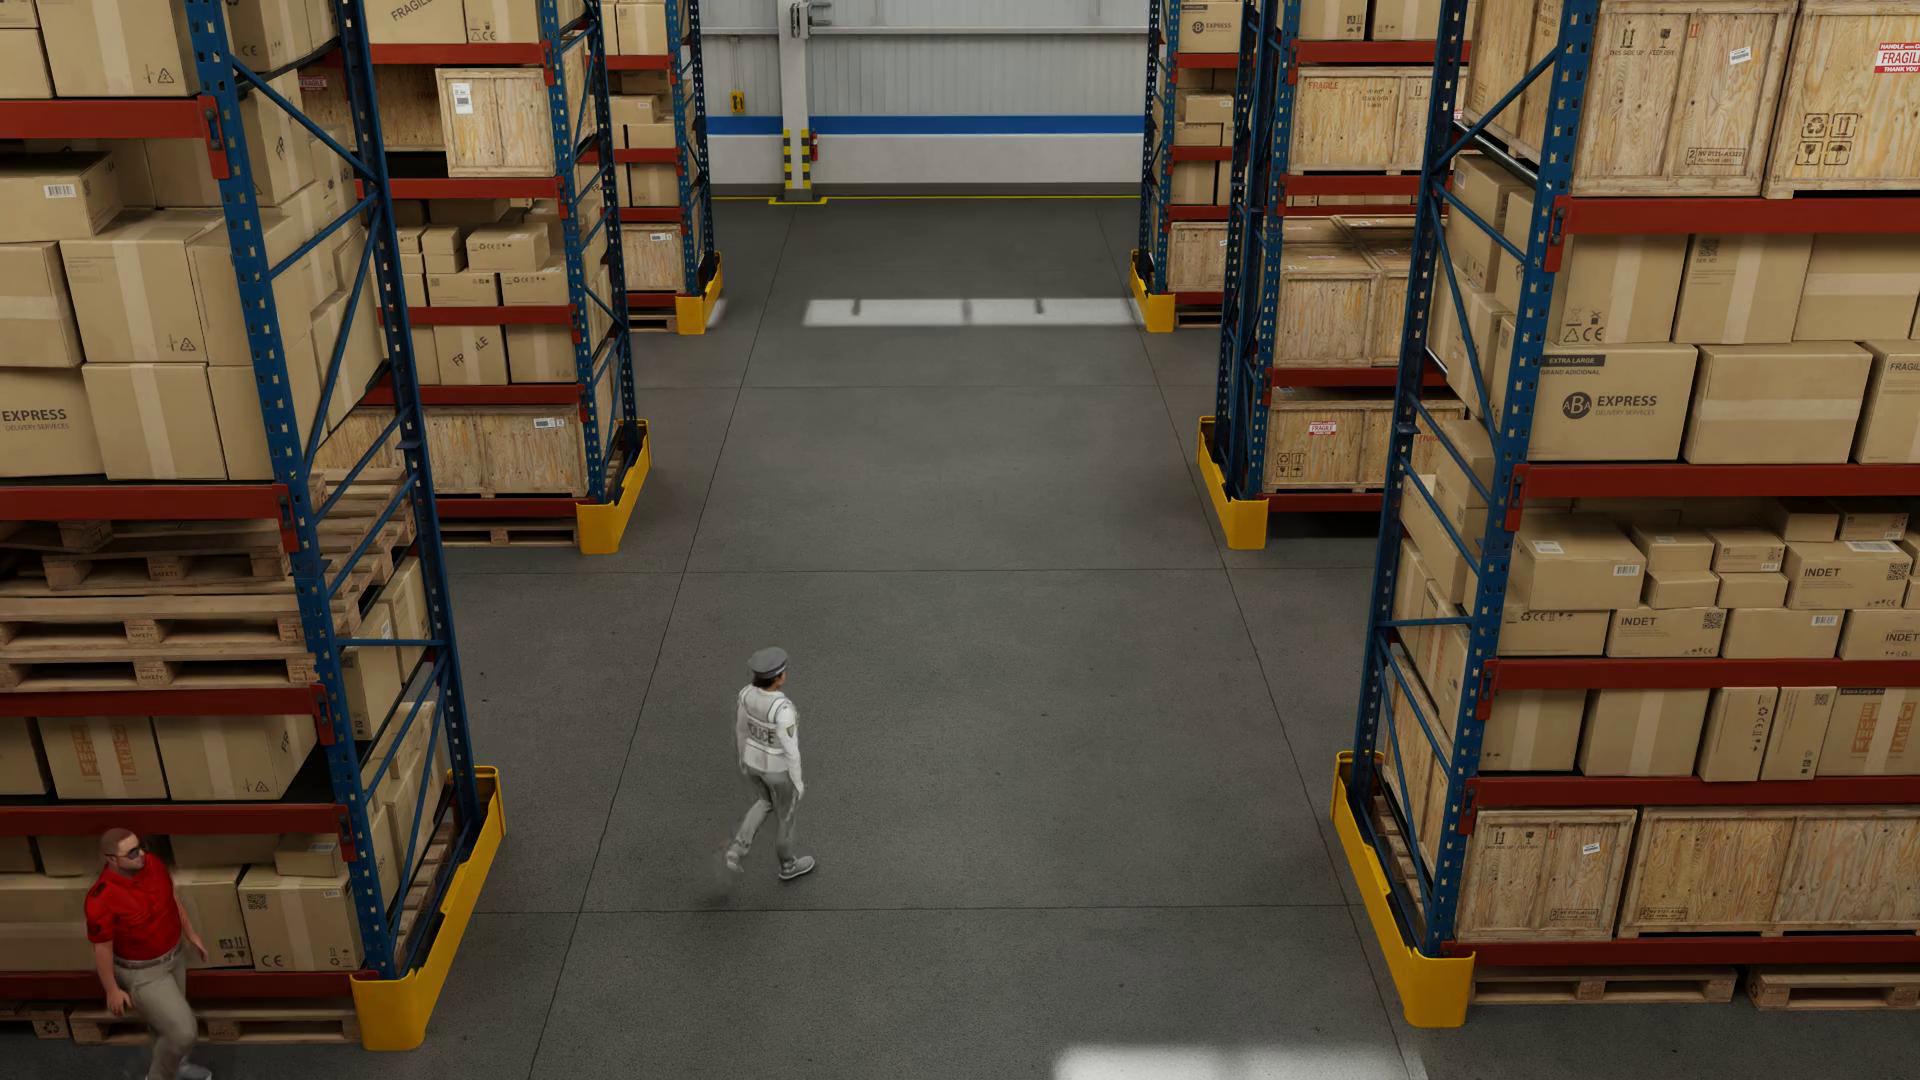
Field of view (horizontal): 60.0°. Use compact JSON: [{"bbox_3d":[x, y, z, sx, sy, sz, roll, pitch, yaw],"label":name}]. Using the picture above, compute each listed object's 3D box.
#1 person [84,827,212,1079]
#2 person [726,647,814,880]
[{"bbox_3d":[-4.317,2.290,8.975,0.480,1.724,0.563,4,25,8],"label":"person"},{"bbox_3d":[-1.258,1.491,10.758,0.524,1.672,0.579,19,31,35],"label":"person"}]
